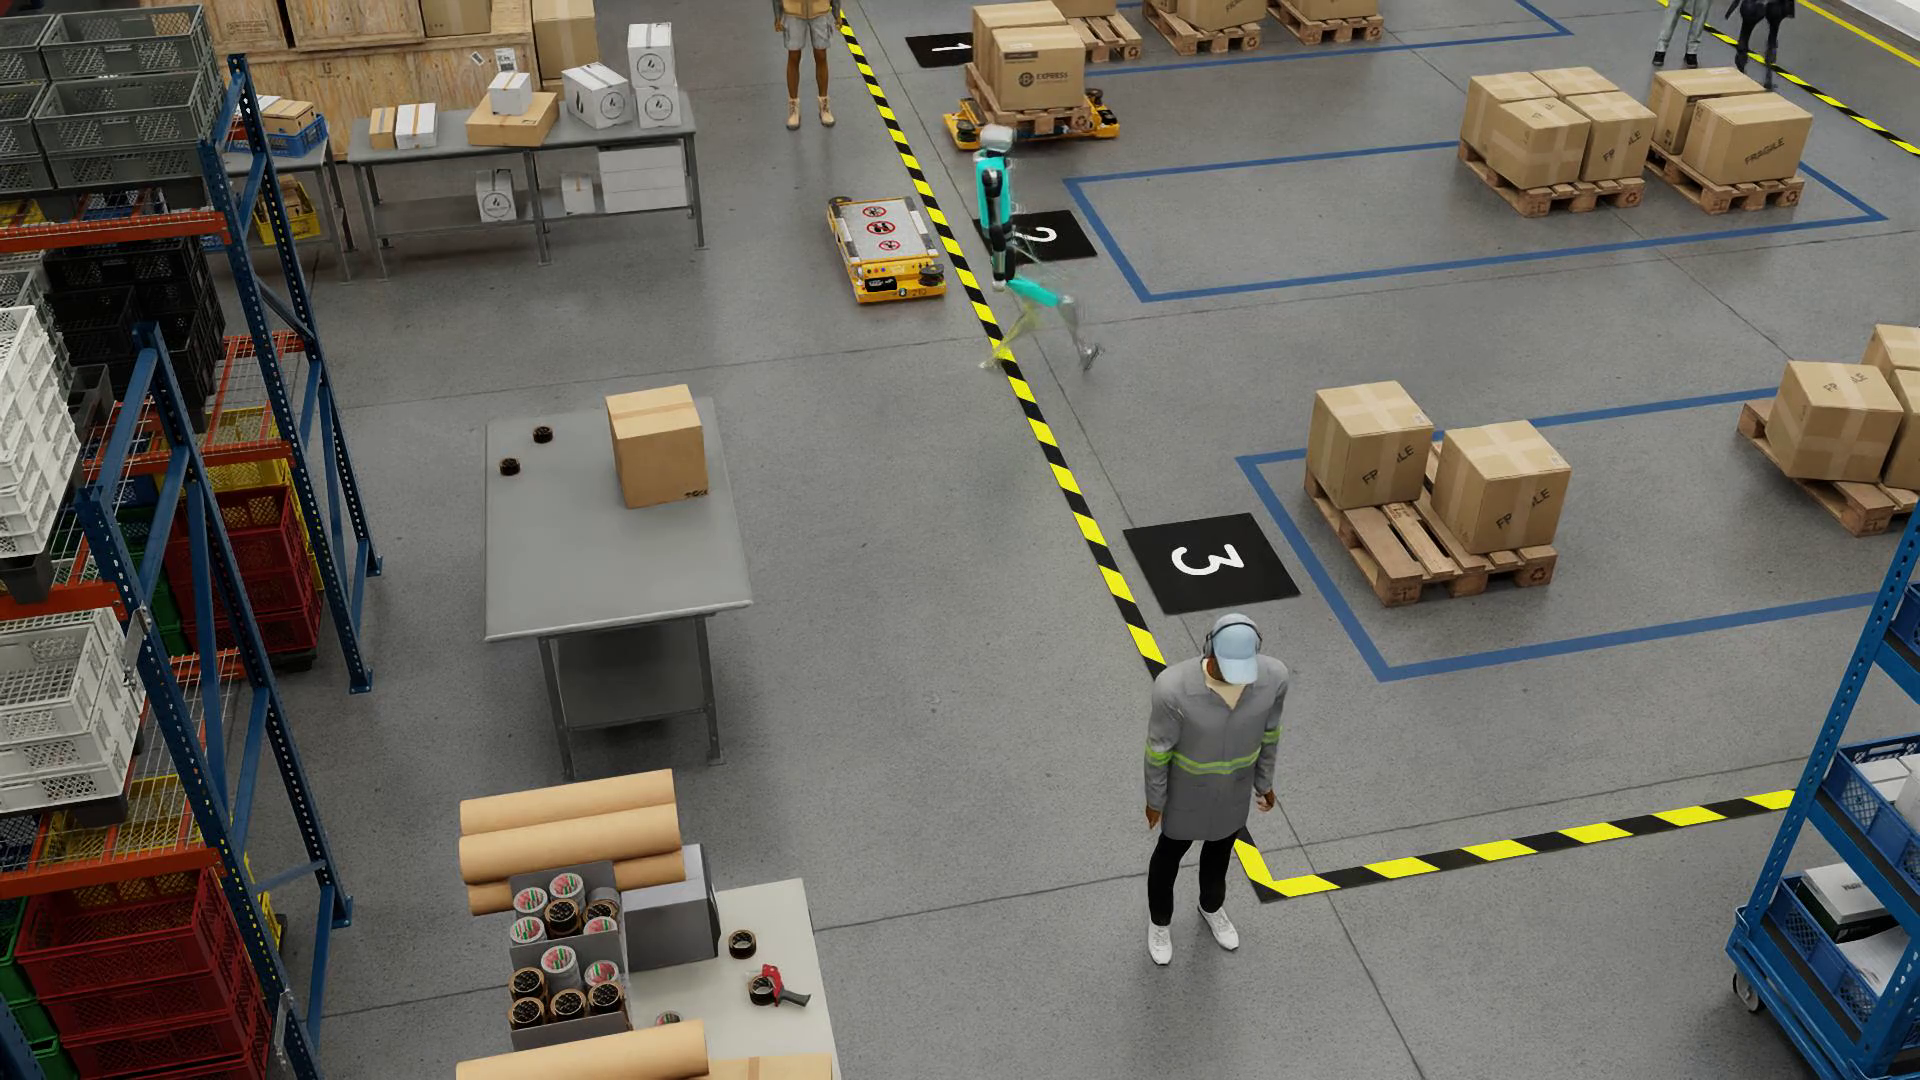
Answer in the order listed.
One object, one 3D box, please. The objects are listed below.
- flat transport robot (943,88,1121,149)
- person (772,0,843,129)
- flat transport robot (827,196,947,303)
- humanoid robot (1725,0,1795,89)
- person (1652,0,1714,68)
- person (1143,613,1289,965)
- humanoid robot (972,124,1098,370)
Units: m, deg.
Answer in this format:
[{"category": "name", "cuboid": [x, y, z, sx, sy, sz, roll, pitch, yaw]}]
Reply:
[{"category": "flat transport robot", "cuboid": [0.621, -3.674, 14.469, 1.431, 0.197, 0.652, -8, 37, -10]}, {"category": "person", "cuboid": [-1.297, -4.508, 14.127, 0.604, 2.045, 0.383, -5, 37, -7]}, {"category": "flat transport robot", "cuboid": [-0.570, -2.220, 12.538, 0.659, 0.231, 1.431, -8, 37, -10]}, {"category": "humanoid robot", "cuboid": [7.236, -4.830, 14.877, 0.613, 1.647, 0.458, -3, 37, -4]}, {"category": "person", "cuboid": [6.841, -5.277, 15.334, 0.592, 1.831, 0.403, 8, 37, 11]}, {"category": "person", "cuboid": [1.038, 1.026, 6.853, 0.587, 1.847, 0.397, -8, 37, -11]}, {"category": "humanoid robot", "cuboid": [0.546, -1.857, 10.837, 0.955, 1.763, 0.544, -1, 37, -1]}]
